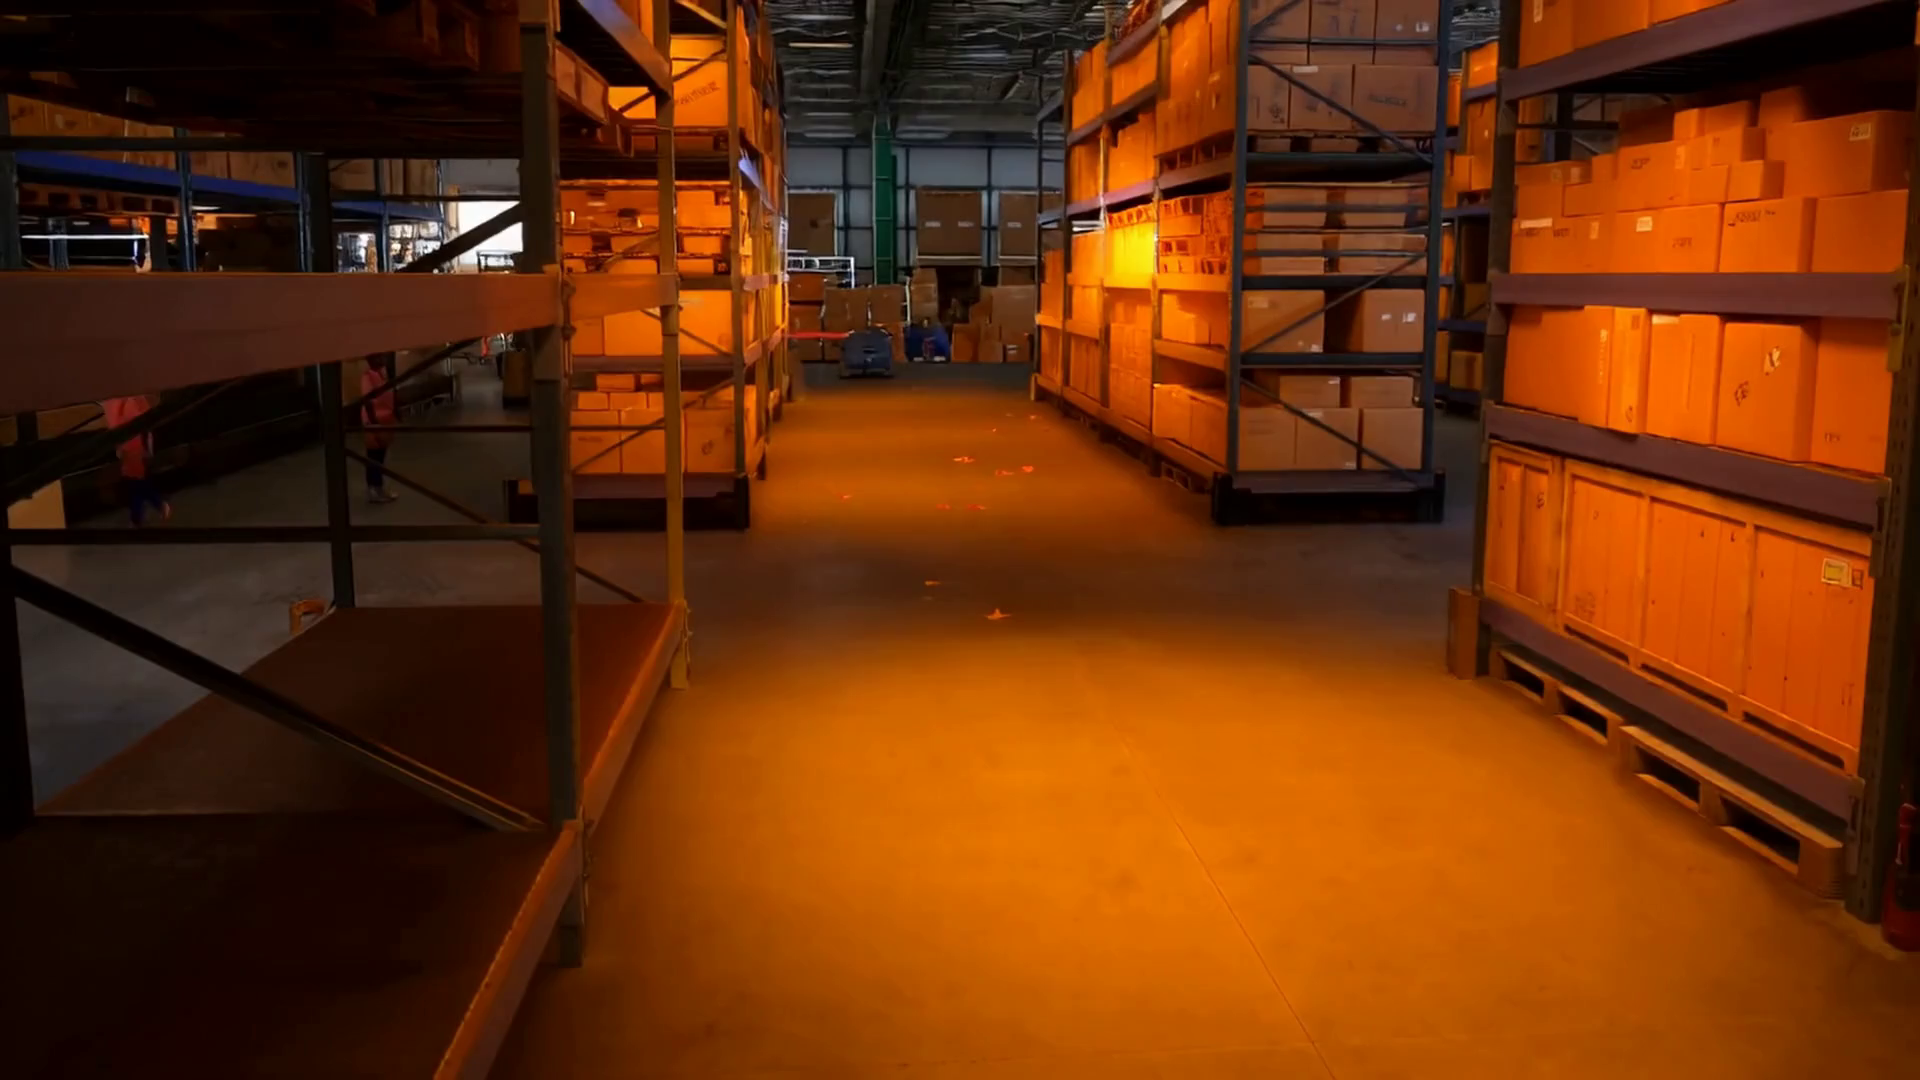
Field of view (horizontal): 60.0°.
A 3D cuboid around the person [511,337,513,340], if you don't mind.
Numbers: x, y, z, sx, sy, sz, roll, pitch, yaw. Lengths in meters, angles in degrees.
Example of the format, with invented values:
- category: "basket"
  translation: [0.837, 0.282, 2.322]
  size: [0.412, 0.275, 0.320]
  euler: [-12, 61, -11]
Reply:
- category: "person"
  translation: [-16.814, -8.413, 62.119]
  size: [0.326, 1.871, 0.520]
  euler: [-1, 9, -4]

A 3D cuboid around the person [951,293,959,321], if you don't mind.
- category: "person"
  translation: [-0.259, -9.889, 72.166]
  size: [0.605, 1.620, 0.527]
  euler: [-2, 9, -11]

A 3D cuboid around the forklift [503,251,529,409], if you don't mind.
- category: "forklift"
  translation: [-7.581, -3.803, 30.008]
  size: [1.129, 2.768, 1.873]
  euler: [-1, 9, -4]

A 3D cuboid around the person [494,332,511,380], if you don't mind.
- category: "person"
  translation: [-10.475, -4.639, 38.203]
  size: [0.436, 1.956, 0.632]
  euler: [0, 9, -1]

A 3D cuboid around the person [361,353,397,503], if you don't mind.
- category: "person"
  translation: [-6.155, -1.234, 17.623]
  size: [0.324, 1.689, 0.574]
  euler: [0, 9, 0]

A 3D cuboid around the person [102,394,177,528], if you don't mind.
- category: "person"
  translation: [-7.504, -0.835, 15.199]
  size: [0.538, 1.666, 0.645]
  euler: [5, 10, 28]
